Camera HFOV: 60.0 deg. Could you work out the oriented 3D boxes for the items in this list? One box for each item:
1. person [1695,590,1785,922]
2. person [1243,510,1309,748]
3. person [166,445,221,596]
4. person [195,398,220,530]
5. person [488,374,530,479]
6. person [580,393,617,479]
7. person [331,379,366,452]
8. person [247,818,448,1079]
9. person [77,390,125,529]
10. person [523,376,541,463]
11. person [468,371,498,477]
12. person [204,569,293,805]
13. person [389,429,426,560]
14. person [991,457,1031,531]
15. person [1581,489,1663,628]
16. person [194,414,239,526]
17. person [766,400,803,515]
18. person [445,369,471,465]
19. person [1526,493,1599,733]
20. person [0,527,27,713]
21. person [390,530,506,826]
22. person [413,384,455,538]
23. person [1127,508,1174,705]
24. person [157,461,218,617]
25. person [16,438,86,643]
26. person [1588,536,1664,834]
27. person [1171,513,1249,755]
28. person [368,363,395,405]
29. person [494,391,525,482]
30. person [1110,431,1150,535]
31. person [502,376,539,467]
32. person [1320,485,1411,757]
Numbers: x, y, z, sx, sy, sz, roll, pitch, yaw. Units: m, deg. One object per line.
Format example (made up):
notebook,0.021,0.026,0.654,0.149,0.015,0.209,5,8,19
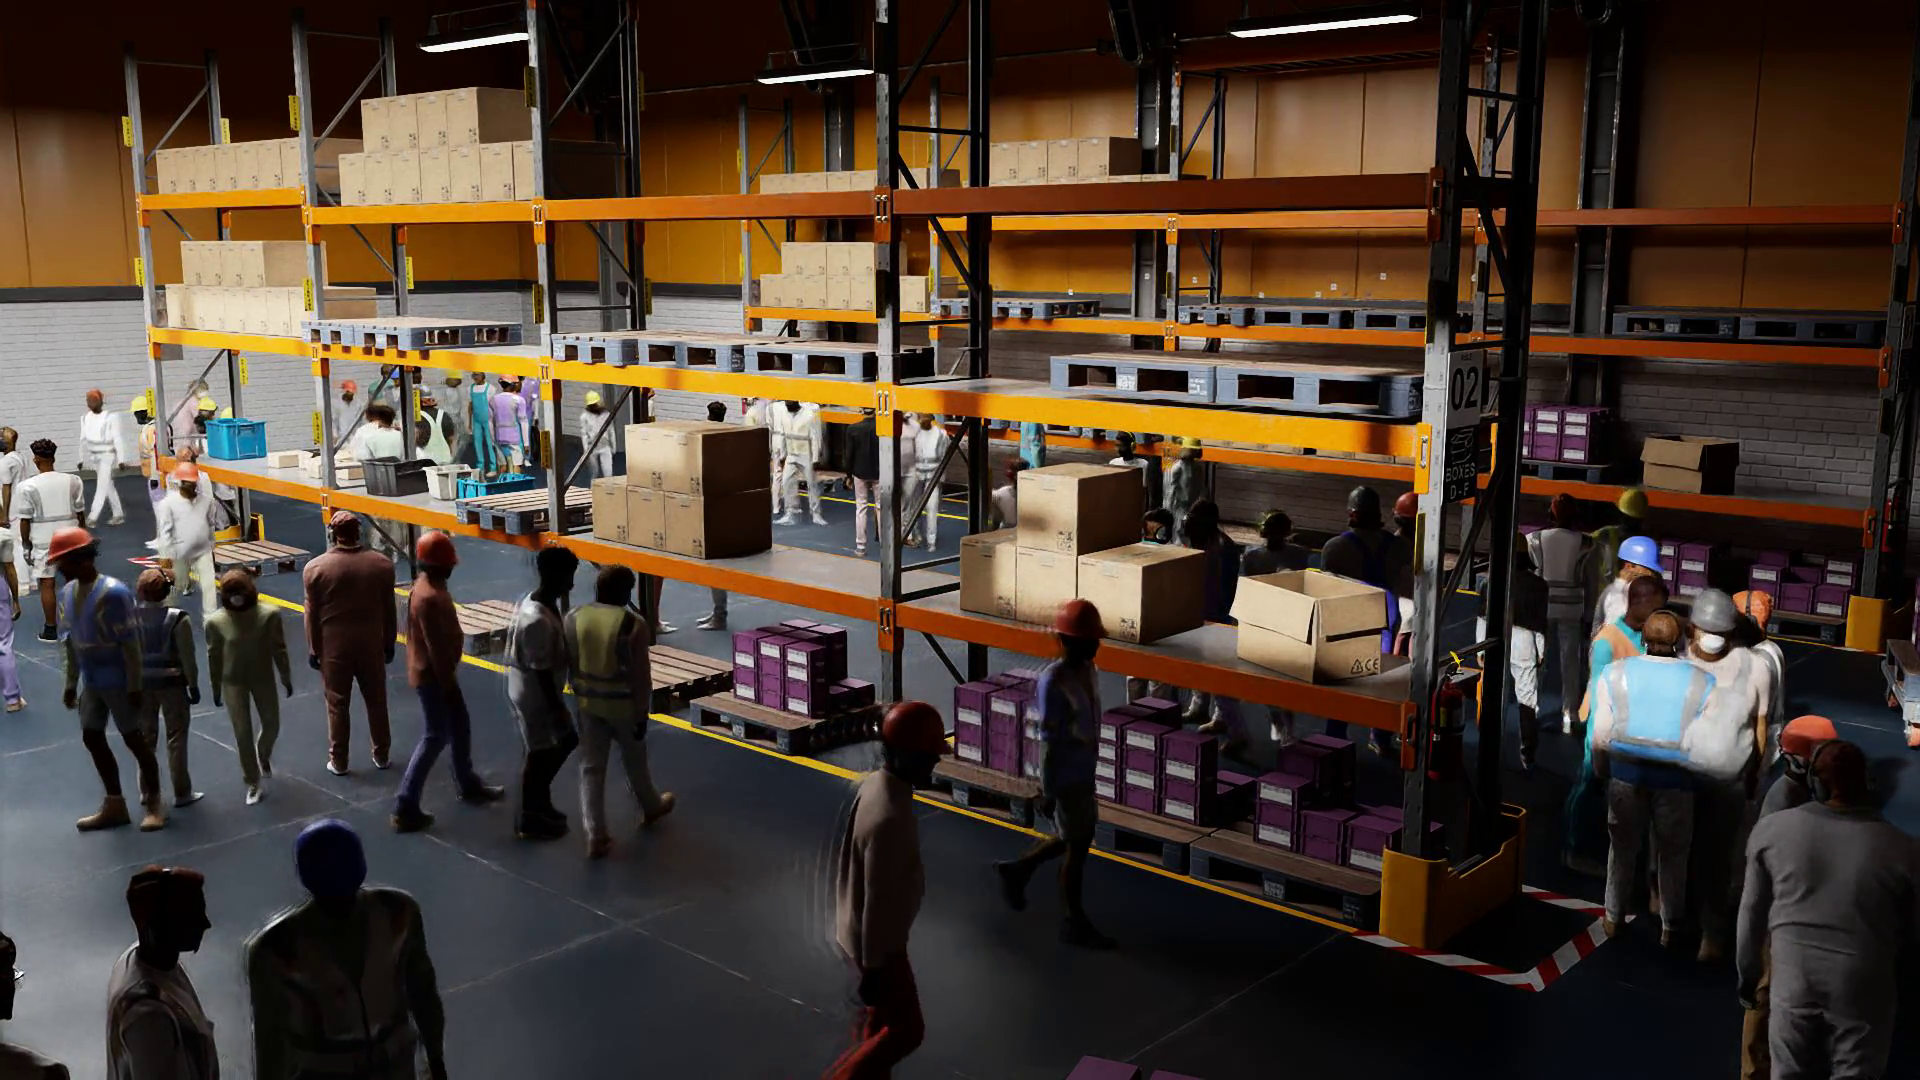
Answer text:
person,4.422,1.203,9.356,0.362,1.879,0.584,6,12,31
person,2.394,0.672,12.484,0.542,1.823,0.788,1,10,8
person,-8.284,-0.199,17.947,0.514,1.641,0.308,1,10,5
person,-9.995,-1.014,22.192,0.297,1.772,0.533,-4,11,-21
person,-6.402,-1.420,23.714,0.616,2.041,0.382,3,11,18
person,-5.209,-1.294,24.013,0.507,1.686,0.872,-3,10,-15
person,-9.599,-1.669,26.049,0.571,1.716,0.674,-7,12,-33
person,-2.092,1.828,5.697,0.641,1.923,0.559,-9,13,-41
person,-11.593,-1.065,22.261,0.605,1.841,0.923,4,11,20
person,-7.541,-2.303,29.002,0.371,1.939,0.543,3,11,18
person,-7.811,-1.942,27.251,0.515,1.840,0.335,3,10,14
person,-4.842,0.977,11.346,0.521,1.616,0.405,-4,11,-22
person,-6.623,-0.523,19.892,0.568,1.632,0.466,8,13,37
person,0.533,0.079,15.946,0.556,1.798,0.956,-6,11,-29
person,5.318,0.497,13.406,0.594,1.872,1.019,-1,10,-4
person,-9.403,-0.760,21.003,0.568,1.674,0.404,2,10,12
person,-2.441,-1.309,23.448,0.586,1.919,0.397,2,10,10
person,-8.465,-2.010,27.933,0.408,1.727,0.508,1,10,4
person,4.652,0.567,12.969,0.571,1.877,0.354,4,11,20
person,-7.874,0.504,13.438,0.502,1.837,0.350,-3,10,-16
person,-3.433,0.887,11.004,0.650,1.958,0.682,-3,10,-16
person,-6.854,-1.006,21.380,0.537,2.000,0.689,7,12,36
person,1.465,0.676,12.430,0.430,1.845,0.619,-7,12,-33
person,-7.514,0.079,16.163,0.858,1.720,0.572,8,13,38
person,-8.672,0.003,15.923,0.373,1.958,0.599,10,14,44
person,4.273,0.924,10.760,0.411,1.937,0.605,4,11,20
person,1.811,0.701,12.440,0.499,1.807,0.953,-6,12,-30
person,-9.079,-1.861,26.503,0.631,1.938,0.362,0,10,1
person,-6.435,-1.281,23.797,0.576,1.737,0.354,5,11,27
person,1.768,-0.239,17.580,0.519,1.856,0.350,7,12,36
person,-7.453,-2.118,28.198,0.633,1.855,0.994,-3,10,-16
person,2.961,0.592,12.346,0.685,2.000,0.536,-2,10,-9
